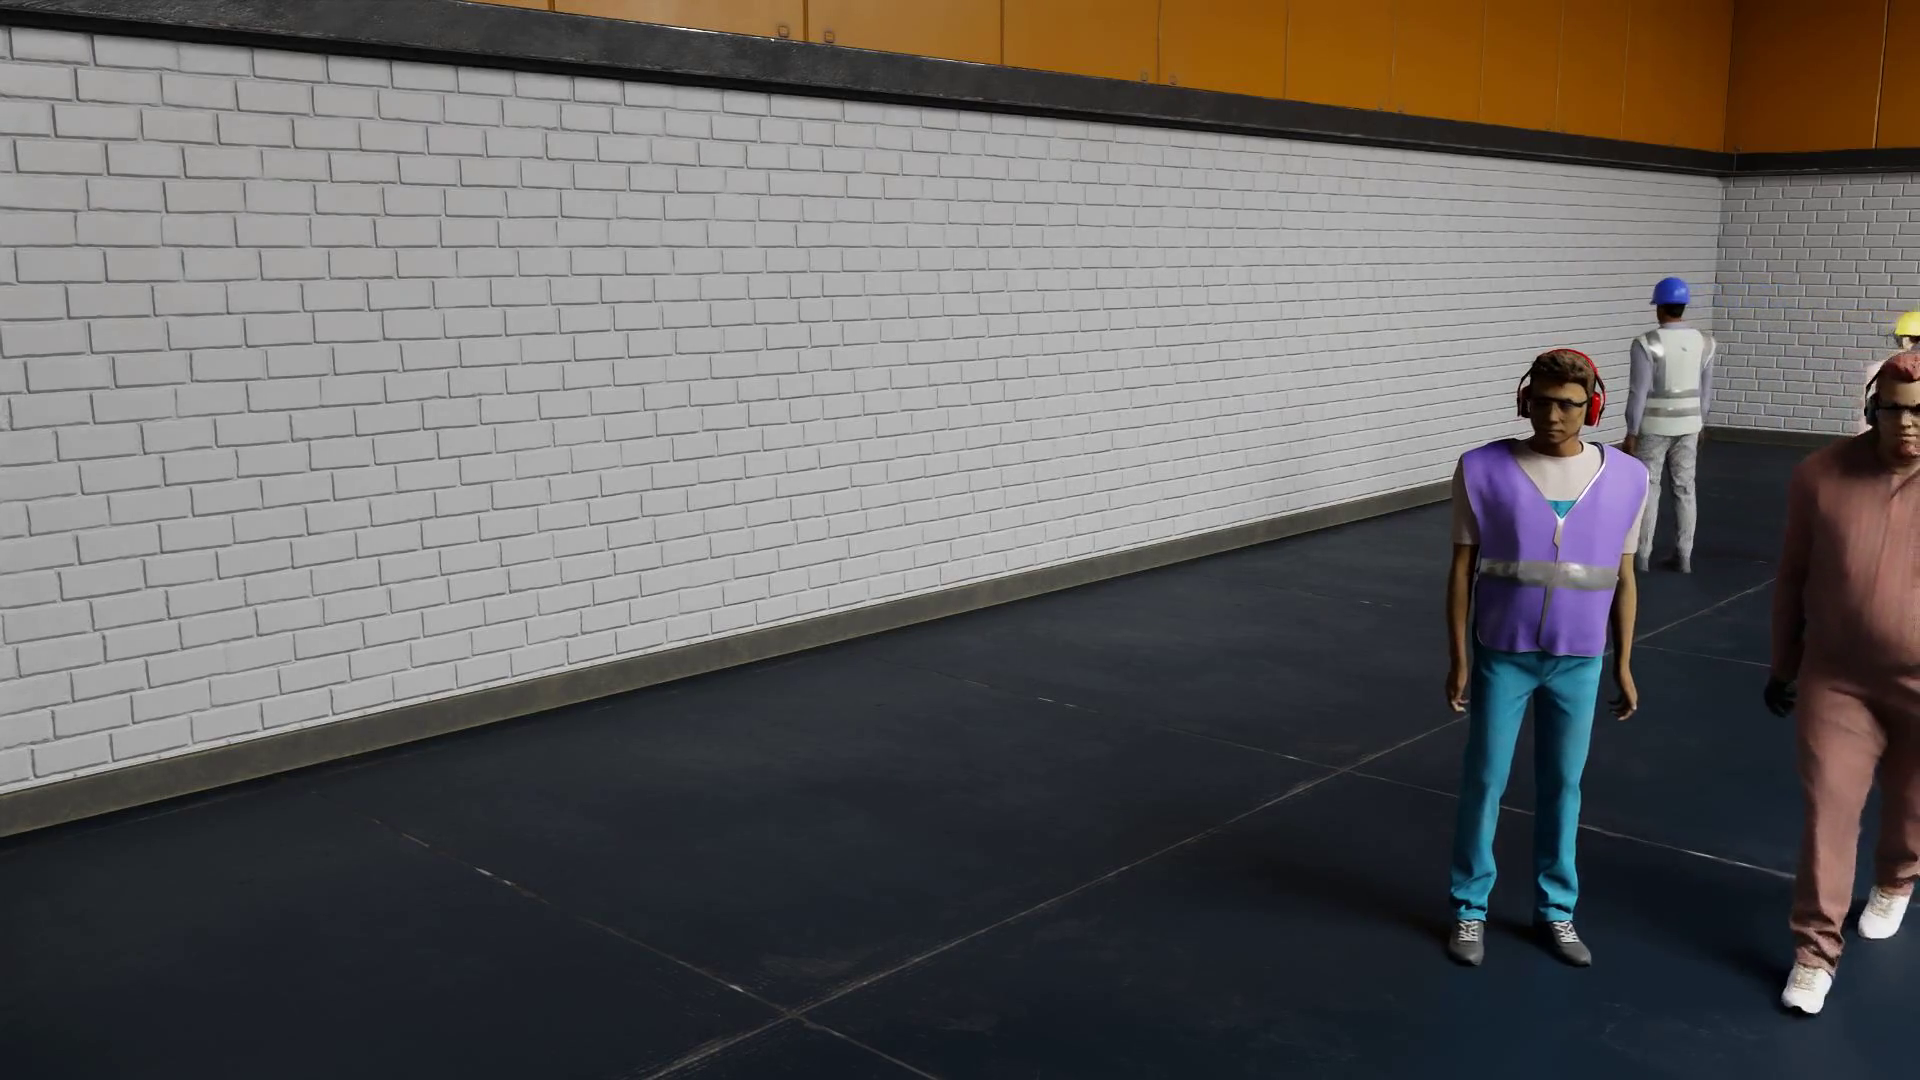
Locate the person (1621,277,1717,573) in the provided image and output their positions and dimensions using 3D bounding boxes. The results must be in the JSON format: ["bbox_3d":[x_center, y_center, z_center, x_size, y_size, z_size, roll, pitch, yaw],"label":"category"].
[{"bbox_3d":[4.631,-0.747,10.917,0.615,1.944,0.400,-2,10,-11],"label":"person"}]

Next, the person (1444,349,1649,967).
[{"bbox_3d":[1.724,0.351,4.956,0.563,1.839,0.393,1,10,4],"label":"person"}]

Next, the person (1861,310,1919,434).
[{"bbox_3d":[6.121,-0.637,10.863,0.526,1.740,0.797,0,10,-1],"label":"person"}]

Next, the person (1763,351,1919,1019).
[{"bbox_3d":[2.700,0.373,4.840,0.648,1.854,1.025,6,12,33],"label":"person"}]
